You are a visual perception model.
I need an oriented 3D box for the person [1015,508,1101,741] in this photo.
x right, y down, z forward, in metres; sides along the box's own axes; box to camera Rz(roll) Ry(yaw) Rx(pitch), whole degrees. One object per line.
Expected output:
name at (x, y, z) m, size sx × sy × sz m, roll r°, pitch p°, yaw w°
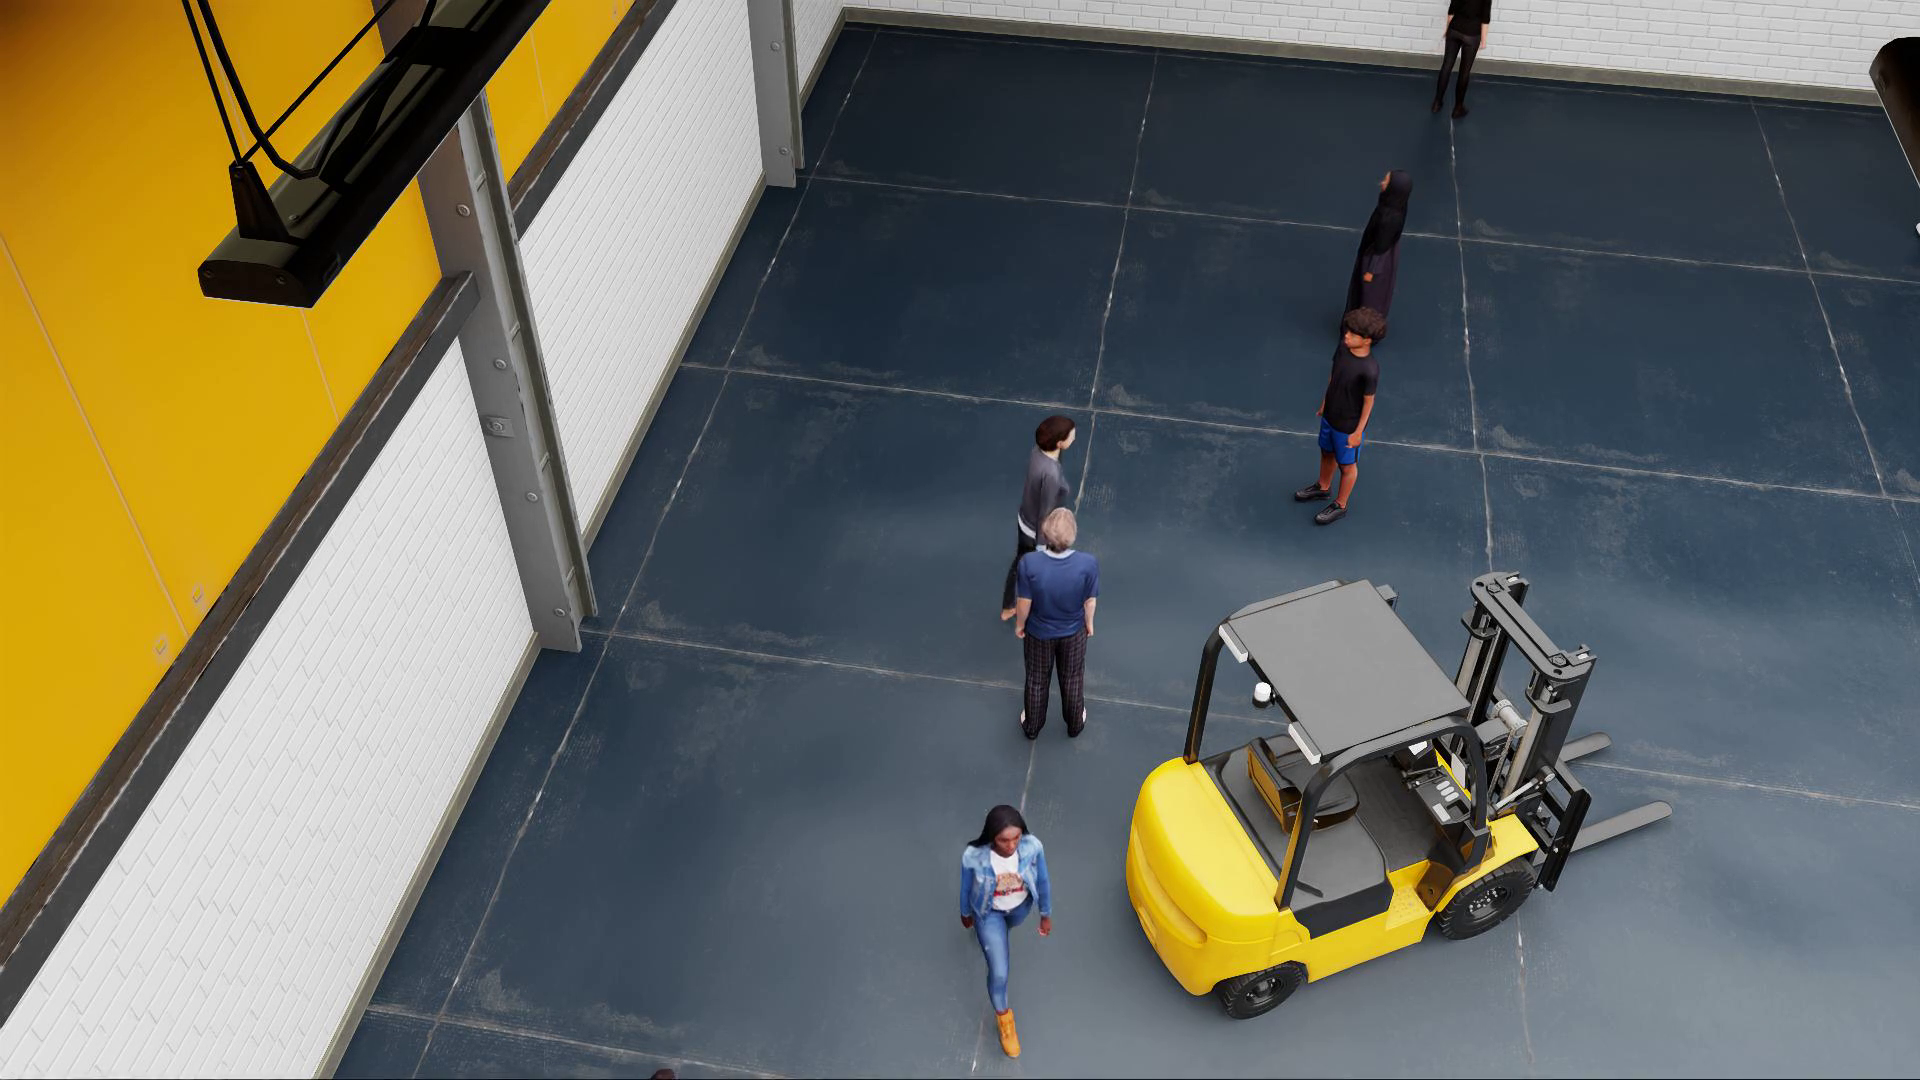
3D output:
person at (0.588, 0.532, 10.213) m, size 0.692 × 1.871 × 0.595 m, roll 0°, pitch 44°, yaw 0°

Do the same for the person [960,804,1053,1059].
person at (0.200, 1.906, 8.917) m, size 0.986 × 1.670 × 1.275 m, roll -12°, pitch 45°, yaw -12°

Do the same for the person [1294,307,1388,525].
person at (2.731, -0.890, 11.759) m, size 0.772 × 1.798 × 0.681 m, roll -17°, pitch 46°, yaw -17°

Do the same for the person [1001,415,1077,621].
person at (0.463, -0.057, 10.925) m, size 0.890 × 1.743 × 0.817 m, roll -15°, pitch 46°, yaw -15°

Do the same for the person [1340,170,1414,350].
person at (3.360, -2.264, 13.336) m, size 0.705 × 1.613 × 0.590 m, roll 16°, pitch 46°, yaw 16°

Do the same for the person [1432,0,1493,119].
person at (4.870, -4.888, 16.070) m, size 0.663 × 1.641 × 0.655 m, roll 27°, pitch 50°, yaw 25°
